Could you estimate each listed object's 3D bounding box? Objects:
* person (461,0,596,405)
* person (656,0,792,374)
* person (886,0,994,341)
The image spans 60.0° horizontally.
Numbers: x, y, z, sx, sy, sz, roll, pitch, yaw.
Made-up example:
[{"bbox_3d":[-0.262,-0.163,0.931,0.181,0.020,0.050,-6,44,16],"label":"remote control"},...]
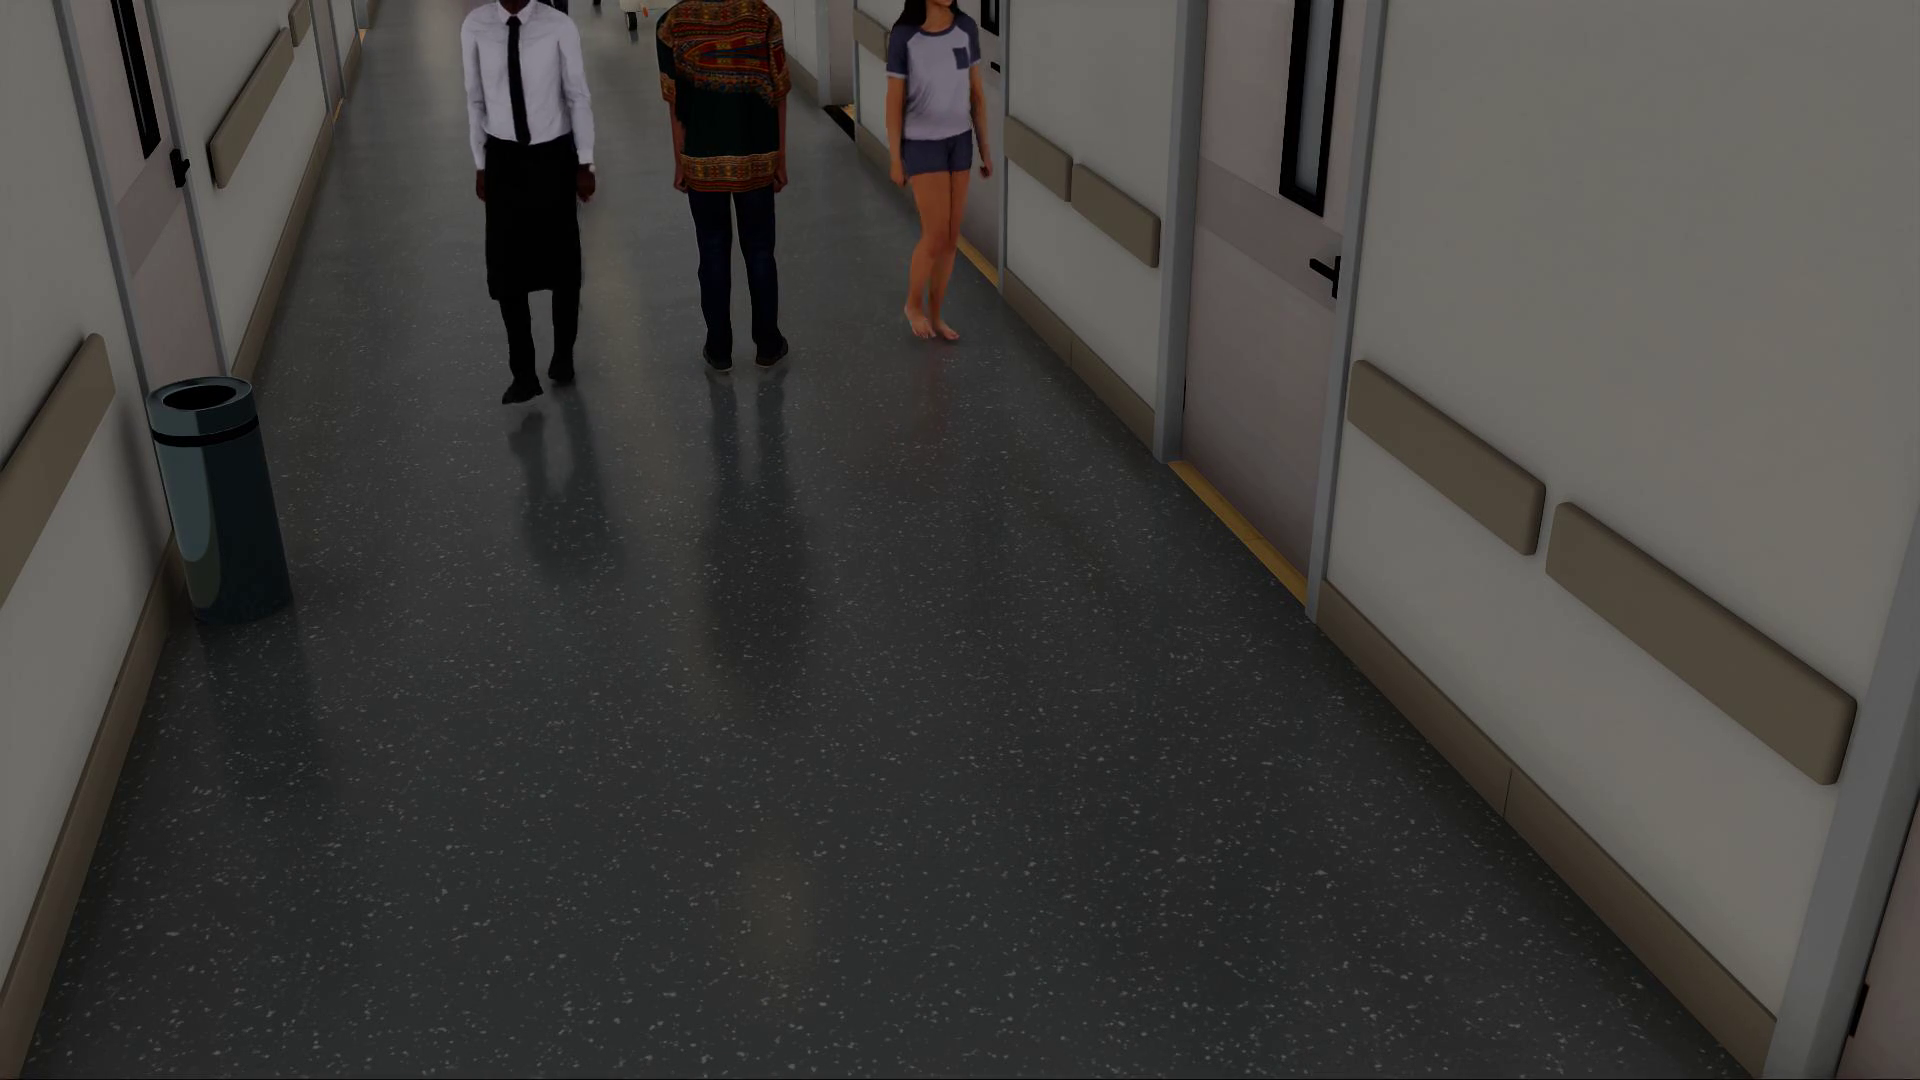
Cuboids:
[{"bbox_3d":[-1.722,-1.528,6.819,0.994,1.813,0.866,-1,26,-3],"label":"person"},{"bbox_3d":[-0.959,-1.595,6.919,0.621,1.808,0.779,-4,26,-8],"label":"person"},{"bbox_3d":[-0.148,-1.724,7.335,0.628,1.719,0.740,-19,31,-33],"label":"person"}]
